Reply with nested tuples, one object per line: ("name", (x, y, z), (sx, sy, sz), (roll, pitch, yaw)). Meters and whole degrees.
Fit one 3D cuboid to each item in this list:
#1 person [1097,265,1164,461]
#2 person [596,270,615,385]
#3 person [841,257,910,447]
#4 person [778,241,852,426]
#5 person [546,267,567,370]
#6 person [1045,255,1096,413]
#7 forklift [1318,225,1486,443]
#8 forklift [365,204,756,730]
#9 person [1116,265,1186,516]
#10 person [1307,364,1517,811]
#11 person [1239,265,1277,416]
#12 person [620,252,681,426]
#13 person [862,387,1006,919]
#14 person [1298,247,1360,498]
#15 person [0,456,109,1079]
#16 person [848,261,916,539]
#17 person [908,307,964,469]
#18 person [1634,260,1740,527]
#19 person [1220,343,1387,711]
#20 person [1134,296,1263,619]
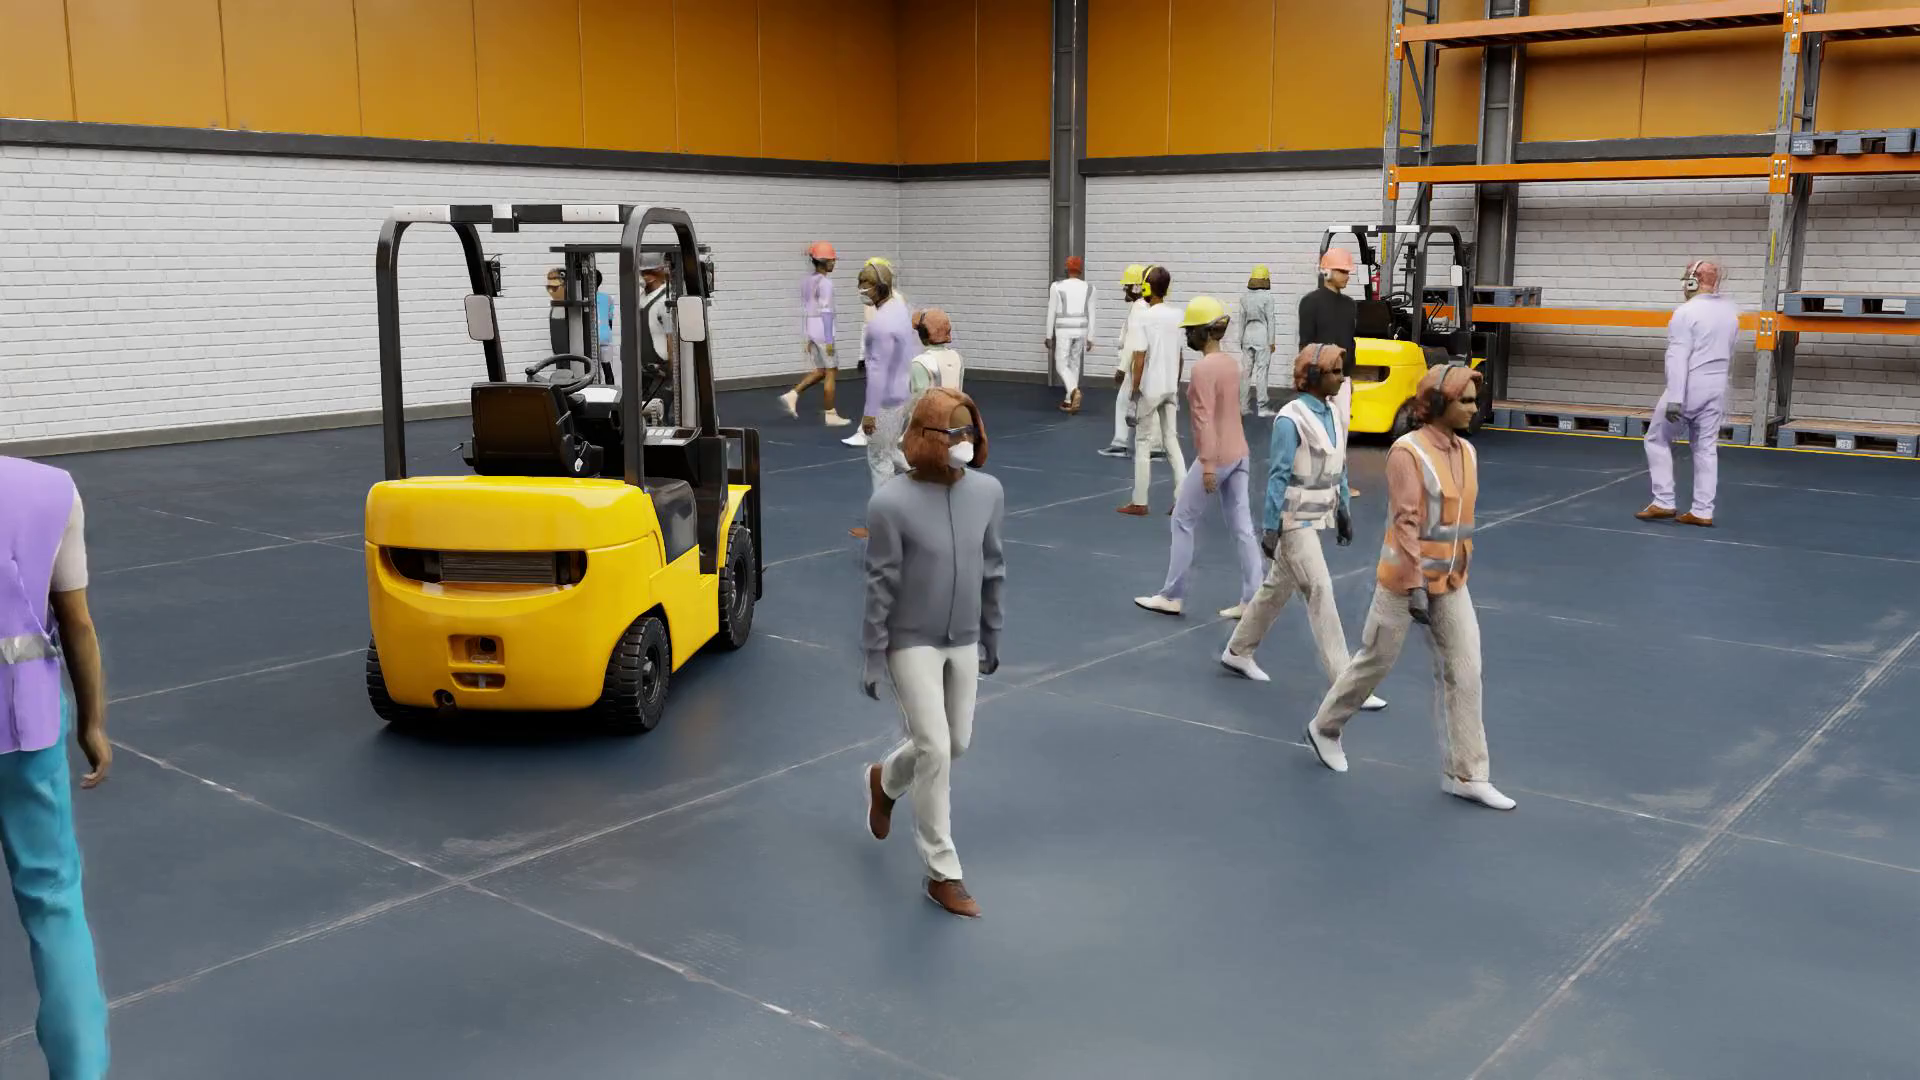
("person", (1.548, -1.618, 15.314), (0.772, 1.801, 0.593), (2, 10, 11))
("person", (-4.354, -2.394, 19.913), (0.317, 1.695, 0.540), (7, 12, 33))
("person", (-0.763, -1.870, 16.548), (1.011, 1.866, 0.596), (-7, 12, -33))
("person", (-1.570, -2.228, 18.098), (0.709, 2.025, 0.612), (-4, 11, -21))
("person", (-3.269, -1.452, 14.407), (0.539, 1.814, 0.749), (8, 13, 38))
("person", (1.328, -2.423, 19.607), (0.578, 1.866, 0.802), (-3, 11, -19))
("forklift", (4.449, -2.115, 16.993), (1.214, 2.155, 2.313), (8, 13, 38))
("forklift", (-1.766, -0.406, 7.525), (1.214, 2.155, 2.313), (1, 10, 7))
("person", (1.432, -1.077, 12.222), (0.547, 1.884, 0.472), (-6, 12, -32))
("person", (1.668, 0.140, 6.145), (0.515, 1.597, 0.851), (-8, 13, -36))
("person", (3.462, -2.311, 19.325), (0.306, 1.745, 0.483), (-10, 14, -43))
("person", (-2.373, -1.406, 13.492), (0.753, 2.000, 0.704), (-5, 12, -27))
("person", (-0.129, 0.311, 5.194), (0.511, 1.609, 0.687), (-7, 13, -35))
("person", (2.890, -1.336, 13.262), (0.632, 1.976, 0.710), (-7, 12, -34))
("person", (-2.179, 0.469, 3.656), (0.599, 1.836, 0.419), (-8, 13, -39))
("person", (-0.425, -0.916, 11.193), (0.620, 1.900, 0.668), (1, 10, 6))
("person", (-0.143, -0.572, 9.986), (0.311, 1.636, 0.521), (6, 12, 29))
("person", (5.179, -1.045, 11.904), (0.681, 1.885, 0.645), (-6, 12, -28))
("person", (1.525, -0.086, 7.425), (0.881, 1.591, 0.528), (8, 13, 36))
("person", (1.295, -0.425, 8.904), (0.798, 1.727, 0.584), (6, 12, 32))
